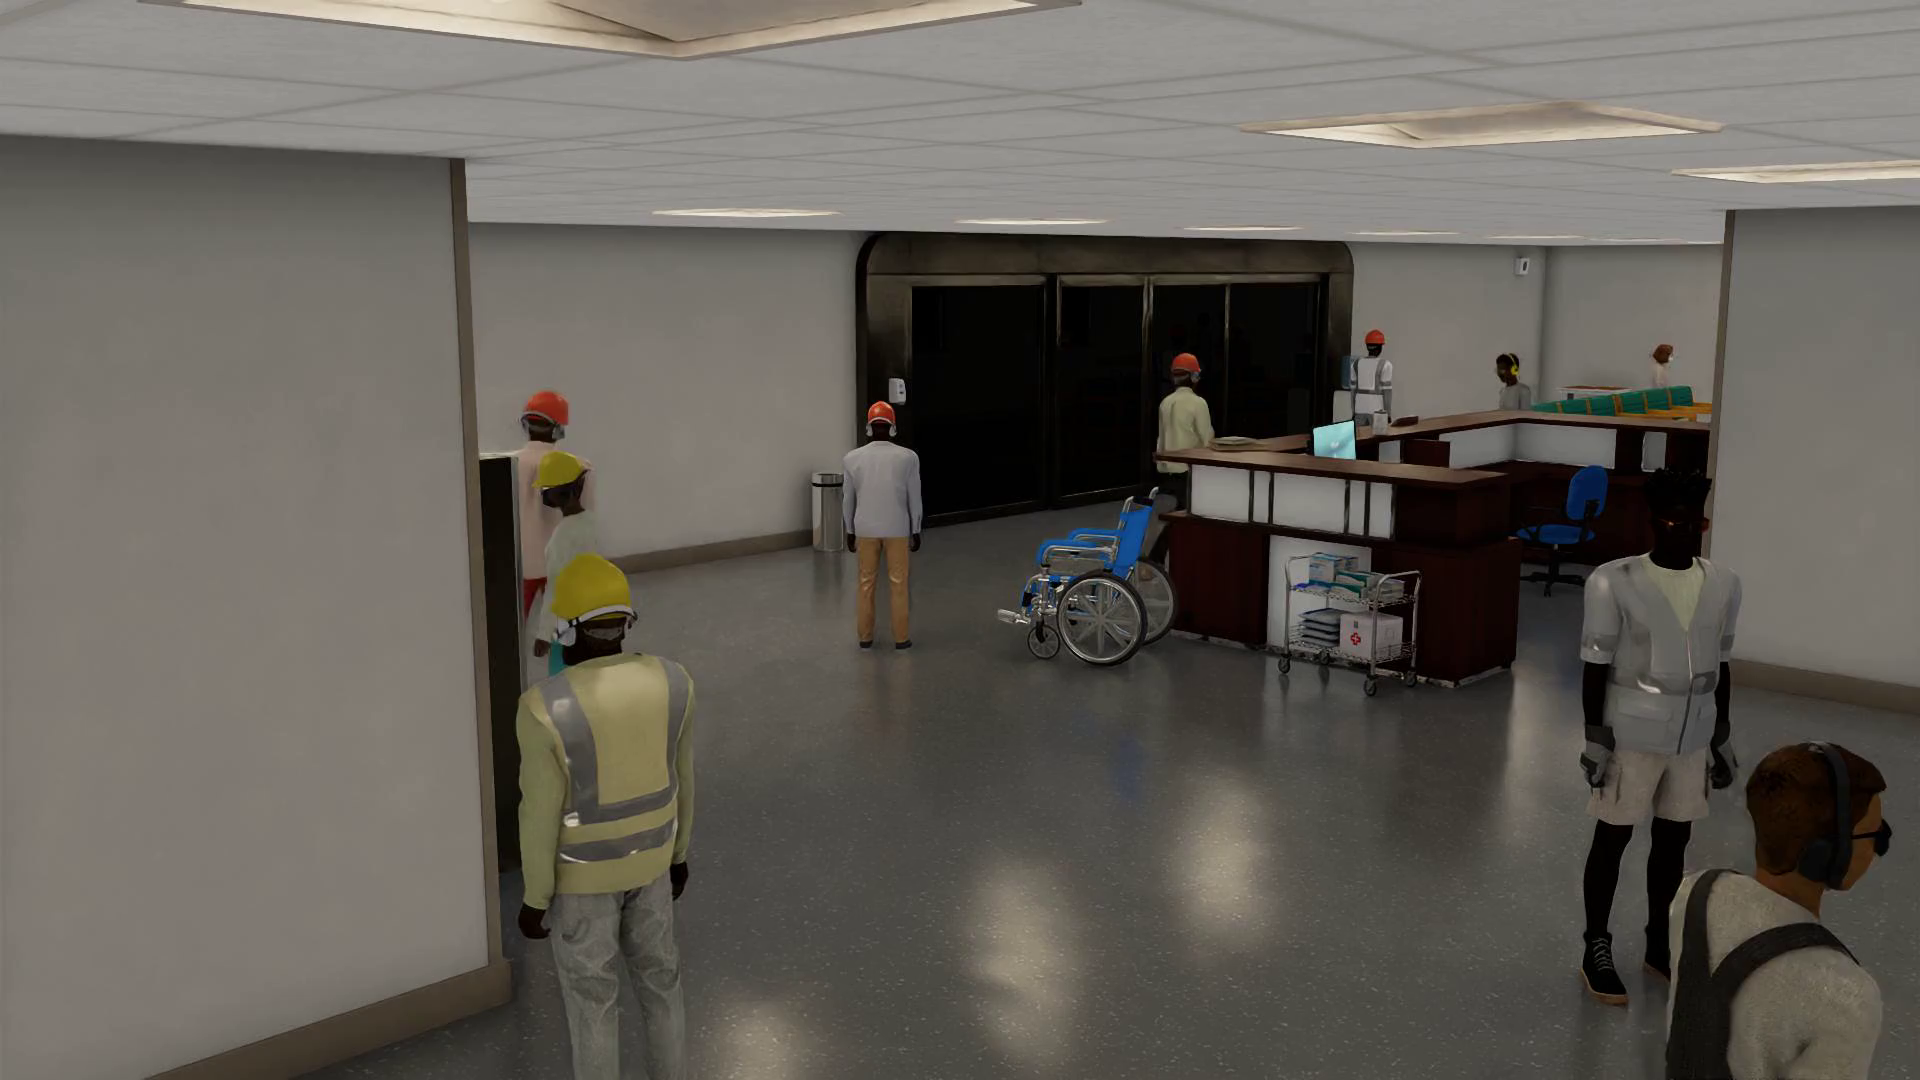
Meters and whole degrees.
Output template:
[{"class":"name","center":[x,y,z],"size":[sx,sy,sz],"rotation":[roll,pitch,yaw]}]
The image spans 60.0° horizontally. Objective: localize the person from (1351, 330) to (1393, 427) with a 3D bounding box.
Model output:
[{"class":"person","center":[4.976,-1.568,20.082],"size":[0.388,1.930,0.547],"rotation":[-9,13,-44]}]

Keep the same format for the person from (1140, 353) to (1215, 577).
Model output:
[{"class":"person","center":[1.931,-0.622,14.292],"size":[0.951,1.948,0.616],"rotation":[-3,10,-20]}]

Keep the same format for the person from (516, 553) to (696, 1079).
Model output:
[{"class":"person","center":[-1.053,0.949,4.925],"size":[0.403,1.832,0.593],"rotation":[9,13,44]}]

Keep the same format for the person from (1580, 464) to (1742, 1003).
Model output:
[{"class":"person","center":[2.538,0.699,6.046],"size":[0.604,1.966,0.367],"rotation":[-2,9,-9]}]

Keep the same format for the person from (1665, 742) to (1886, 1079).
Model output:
[{"class":"person","center":[1.419,1.254,3.084],"size":[0.705,1.825,0.527],"rotation":[-2,10,-14]}]

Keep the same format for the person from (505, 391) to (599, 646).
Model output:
[{"class":"person","center":[-2.406,0.151,9.454],"size":[0.709,1.971,0.425],"rotation":[-2,9,-10]}]

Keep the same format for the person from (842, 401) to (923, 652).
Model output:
[{"class":"person","center":[-0.535,-0.093,11.587],"size":[0.564,1.743,0.352],"rotation":[1,9,8]}]

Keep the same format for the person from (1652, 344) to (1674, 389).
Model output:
[{"class":"person","center":[9.760,-1.911,23.121],"size":[0.343,1.622,0.527],"rotation":[5,11,29]}]
